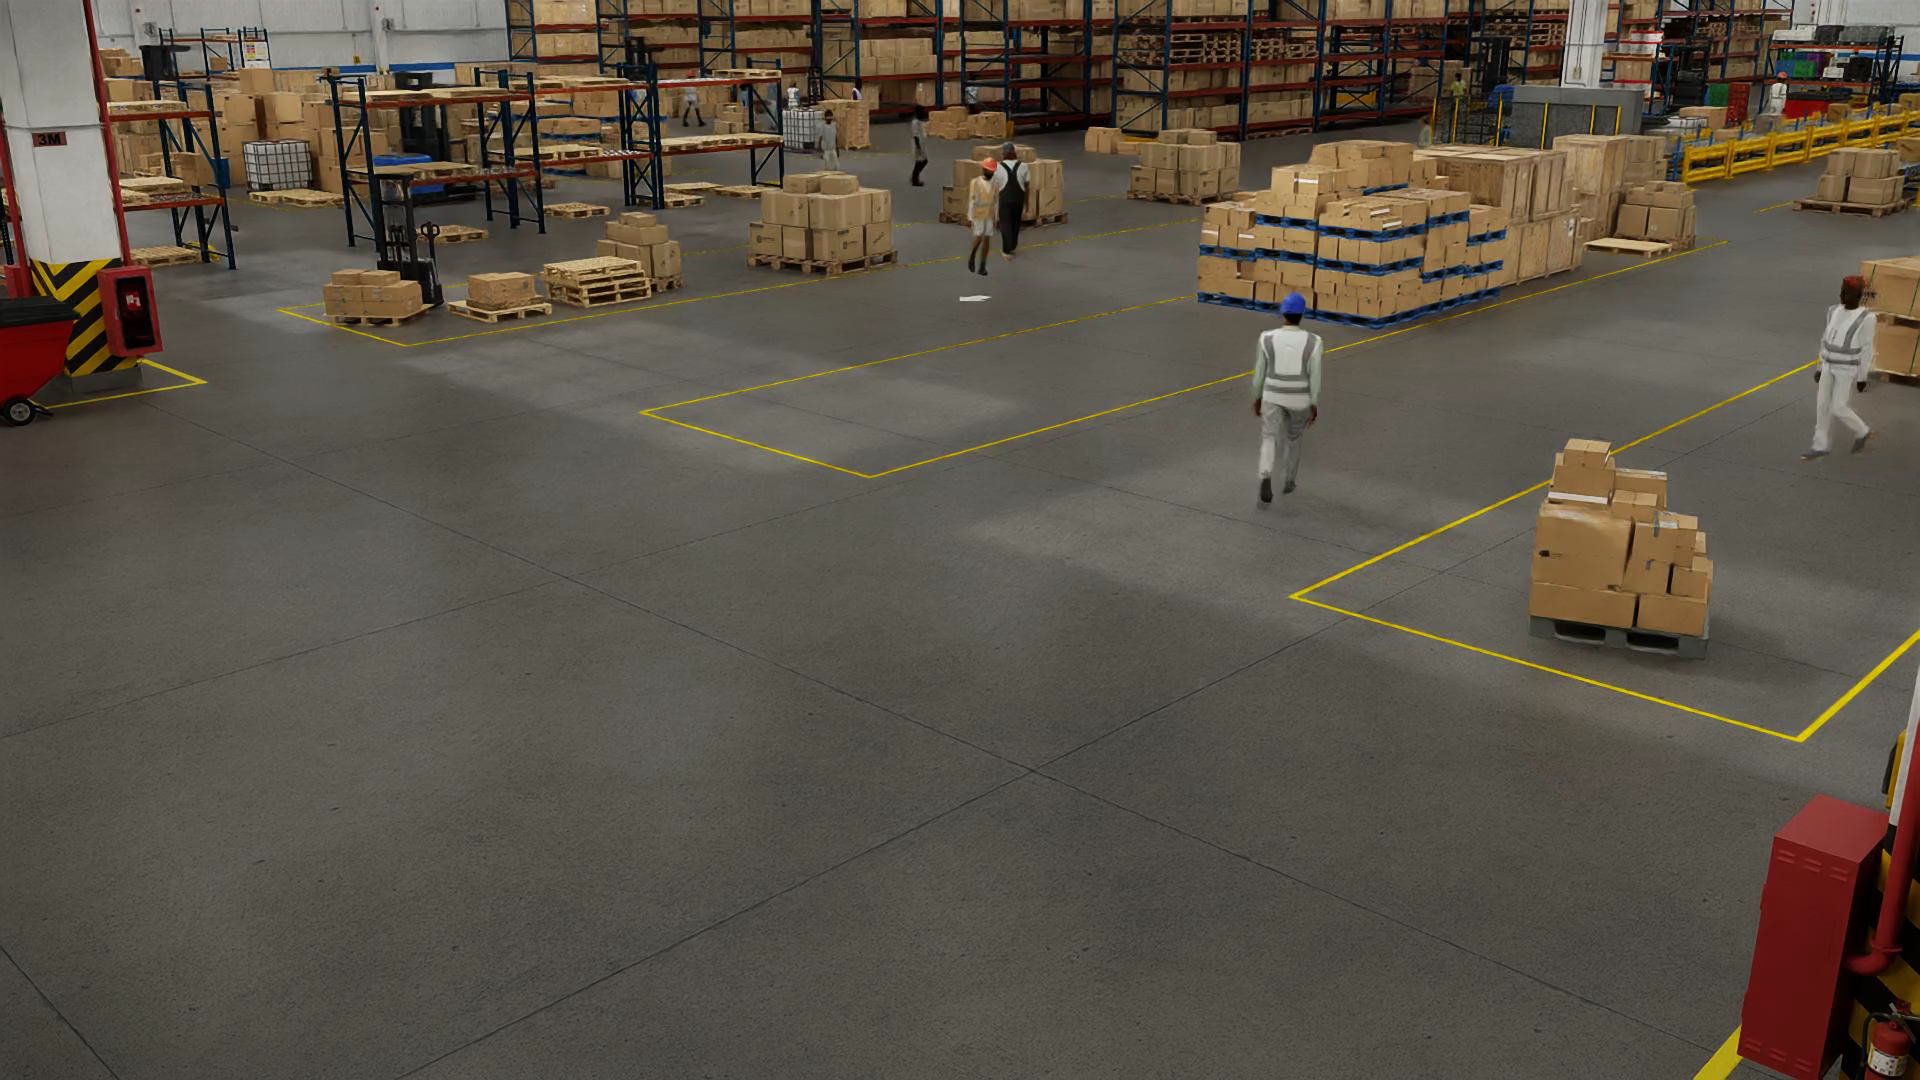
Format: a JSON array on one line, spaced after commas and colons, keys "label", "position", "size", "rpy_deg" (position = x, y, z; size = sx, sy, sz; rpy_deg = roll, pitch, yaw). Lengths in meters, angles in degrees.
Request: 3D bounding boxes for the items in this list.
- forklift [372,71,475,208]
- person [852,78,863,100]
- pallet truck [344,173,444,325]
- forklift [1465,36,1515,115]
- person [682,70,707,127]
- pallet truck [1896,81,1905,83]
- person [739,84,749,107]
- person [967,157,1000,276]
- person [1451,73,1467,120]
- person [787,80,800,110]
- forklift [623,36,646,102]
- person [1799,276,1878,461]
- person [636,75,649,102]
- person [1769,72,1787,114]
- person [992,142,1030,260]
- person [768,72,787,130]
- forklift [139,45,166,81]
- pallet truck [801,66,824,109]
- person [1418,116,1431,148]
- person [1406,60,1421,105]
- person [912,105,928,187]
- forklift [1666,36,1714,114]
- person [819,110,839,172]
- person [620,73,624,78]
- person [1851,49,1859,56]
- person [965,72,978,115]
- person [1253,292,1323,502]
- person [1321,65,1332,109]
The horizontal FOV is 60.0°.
[{"label": "forklift", "position": [-11.726, -8.698, 35.987], "size": [1.129, 2.768, 1.873], "rpy_deg": [12, 22, 32]}, {"label": "person", "position": [-3.157, -13.220, 51.187], "size": [0.445, 1.915, 0.607], "rpy_deg": [4, 19, 12]}, {"label": "pallet truck", "position": [-8.209, -4.181, 23.757], "size": [0.823, 1.965, 1.885], "rpy_deg": [3, 19, 9]}, {"label": "forklift", "position": [19.973, -17.201, 61.605], "size": [1.873, 2.768, 1.129], "rpy_deg": [16, 24, 40]}, {"label": "person", "position": [-9.116, -14.995, 56.530], "size": [1.012, 1.881, 0.565], "rpy_deg": [11, 22, 31]}, {"label": "pallet truck", "position": [34.802, -16.331, 61.455], "size": [0.653, 1.274, 1.630], "rpy_deg": [17, 25, 41]}, {"label": "person", "position": [-7.038, -14.065, 54.066], "size": [0.864, 1.649, 0.542], "rpy_deg": [2, 18, 5]}, {"label": "person", "position": [0.402, -5.292, 27.234], "size": [0.577, 1.913, 0.454], "rpy_deg": [-8, 20, -23]}, {"label": "person", "position": [17.865, -15.952, 59.767], "size": [0.543, 1.651, 0.807], "rpy_deg": [-5, 19, -16]}, {"label": "person", "position": [-5.502, -14.359, 54.984], "size": [0.514, 1.640, 0.310], "rpy_deg": [11, 21, 29]}, {"label": "forklift", "position": [-12.182, -17.476, 62.434], "size": [1.129, 2.768, 1.873], "rpy_deg": [17, 25, 41]}, {"label": "person", "position": [8.769, -1.690, 16.461], "size": [0.618, 1.866, 0.582], "rpy_deg": [-4, 19, -12]}, {"label": "person", "position": [-10.111, -13.800, 52.872], "size": [0.636, 1.924, 0.634], "rpy_deg": [5, 19, 15]}, {"label": "person", "position": [25.557, -13.576, 51.988], "size": [0.369, 2.048, 0.607], "rpy_deg": [-7, 20, -21]}, {"label": "person", "position": [0.834, -5.960, 29.050], "size": [0.700, 2.000, 1.028], "rpy_deg": [-4, 19, -11]}, {"label": "person", "position": [-6.050, -14.636, 55.439], "size": [0.952, 1.888, 0.618], "rpy_deg": [-13, 22, -33]}, {"label": "forklift", "position": [-25.287, -14.121, 52.325], "size": [1.129, 2.768, 1.873], "rpy_deg": [17, 25, 41]}, {"label": "pallet truck", "position": [-4.812, -15.182, 56.903], "size": [0.823, 1.965, 1.885], "rpy_deg": [-9, 21, -26]}, {"label": "person", "position": [11.258, -9.480, 40.353], "size": [0.884, 1.594, 0.531], "rpy_deg": [6, 19, 18]}, {"label": "person", "position": [17.583, -17.622, 64.449], "size": [0.932, 1.863, 0.674], "rpy_deg": [-16, 24, -39]}, {"label": "person", "position": [-0.968, -9.308, 39.318], "size": [0.442, 1.924, 0.646], "rpy_deg": [5, 19, 14]}, {"label": "forklift", "position": [27.341, -17.291, 61.877], "size": [1.129, 2.768, 1.873], "rpy_deg": [17, 25, 41]}, {"label": "person", "position": [-2.983, -9.027, 38.624], "size": [0.574, 1.826, 0.868], "rpy_deg": [-11, 21, -29]}, {"label": "person", "position": [-10.592, -13.660, 52.322], "size": [0.376, 1.995, 0.611], "rpy_deg": [9, 20, 24]}, {"label": "person", "position": [40.193, -21.155, 74.901], "size": [0.609, 1.996, 0.383], "rpy_deg": [-11, 21, -30]}, {"label": "person", "position": [0.363, -15.768, 59.157], "size": [0.569, 1.671, 0.546], "rpy_deg": [-16, 24, -39]}, {"label": "person", "position": [2.974, -1.298, 15.203], "size": [0.616, 1.920, 0.850], "rpy_deg": [5, 19, 16]}, {"label": "person", "position": [13.835, -16.953, 62.603], "size": [0.525, 1.769, 0.313], "rpy_deg": [13, 22, 34]}]
